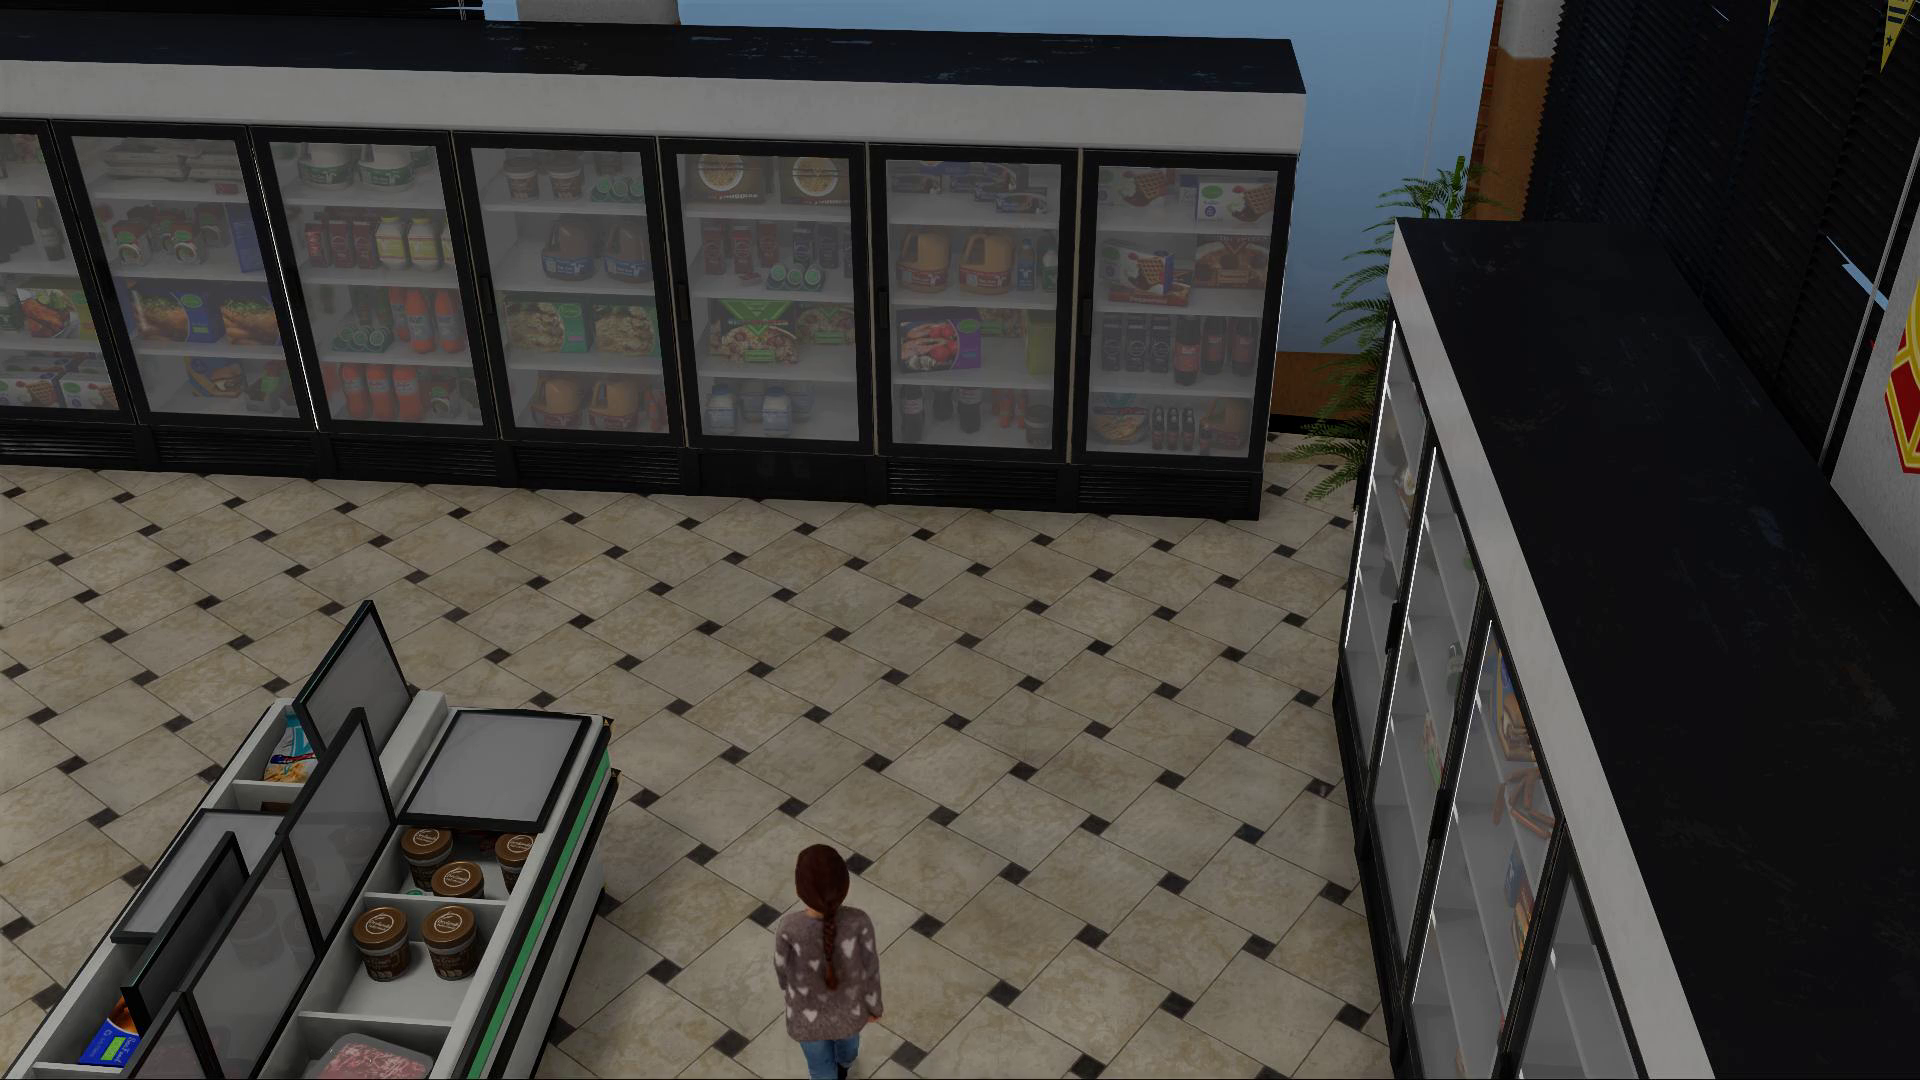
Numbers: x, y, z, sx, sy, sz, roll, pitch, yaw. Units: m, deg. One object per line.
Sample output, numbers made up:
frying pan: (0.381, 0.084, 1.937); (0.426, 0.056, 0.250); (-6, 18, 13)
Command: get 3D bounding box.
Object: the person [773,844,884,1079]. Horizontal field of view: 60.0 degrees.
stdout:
person: (-0.406, 1.488, 5.169); (0.609, 1.175, 0.792); (-8, 33, -12)
